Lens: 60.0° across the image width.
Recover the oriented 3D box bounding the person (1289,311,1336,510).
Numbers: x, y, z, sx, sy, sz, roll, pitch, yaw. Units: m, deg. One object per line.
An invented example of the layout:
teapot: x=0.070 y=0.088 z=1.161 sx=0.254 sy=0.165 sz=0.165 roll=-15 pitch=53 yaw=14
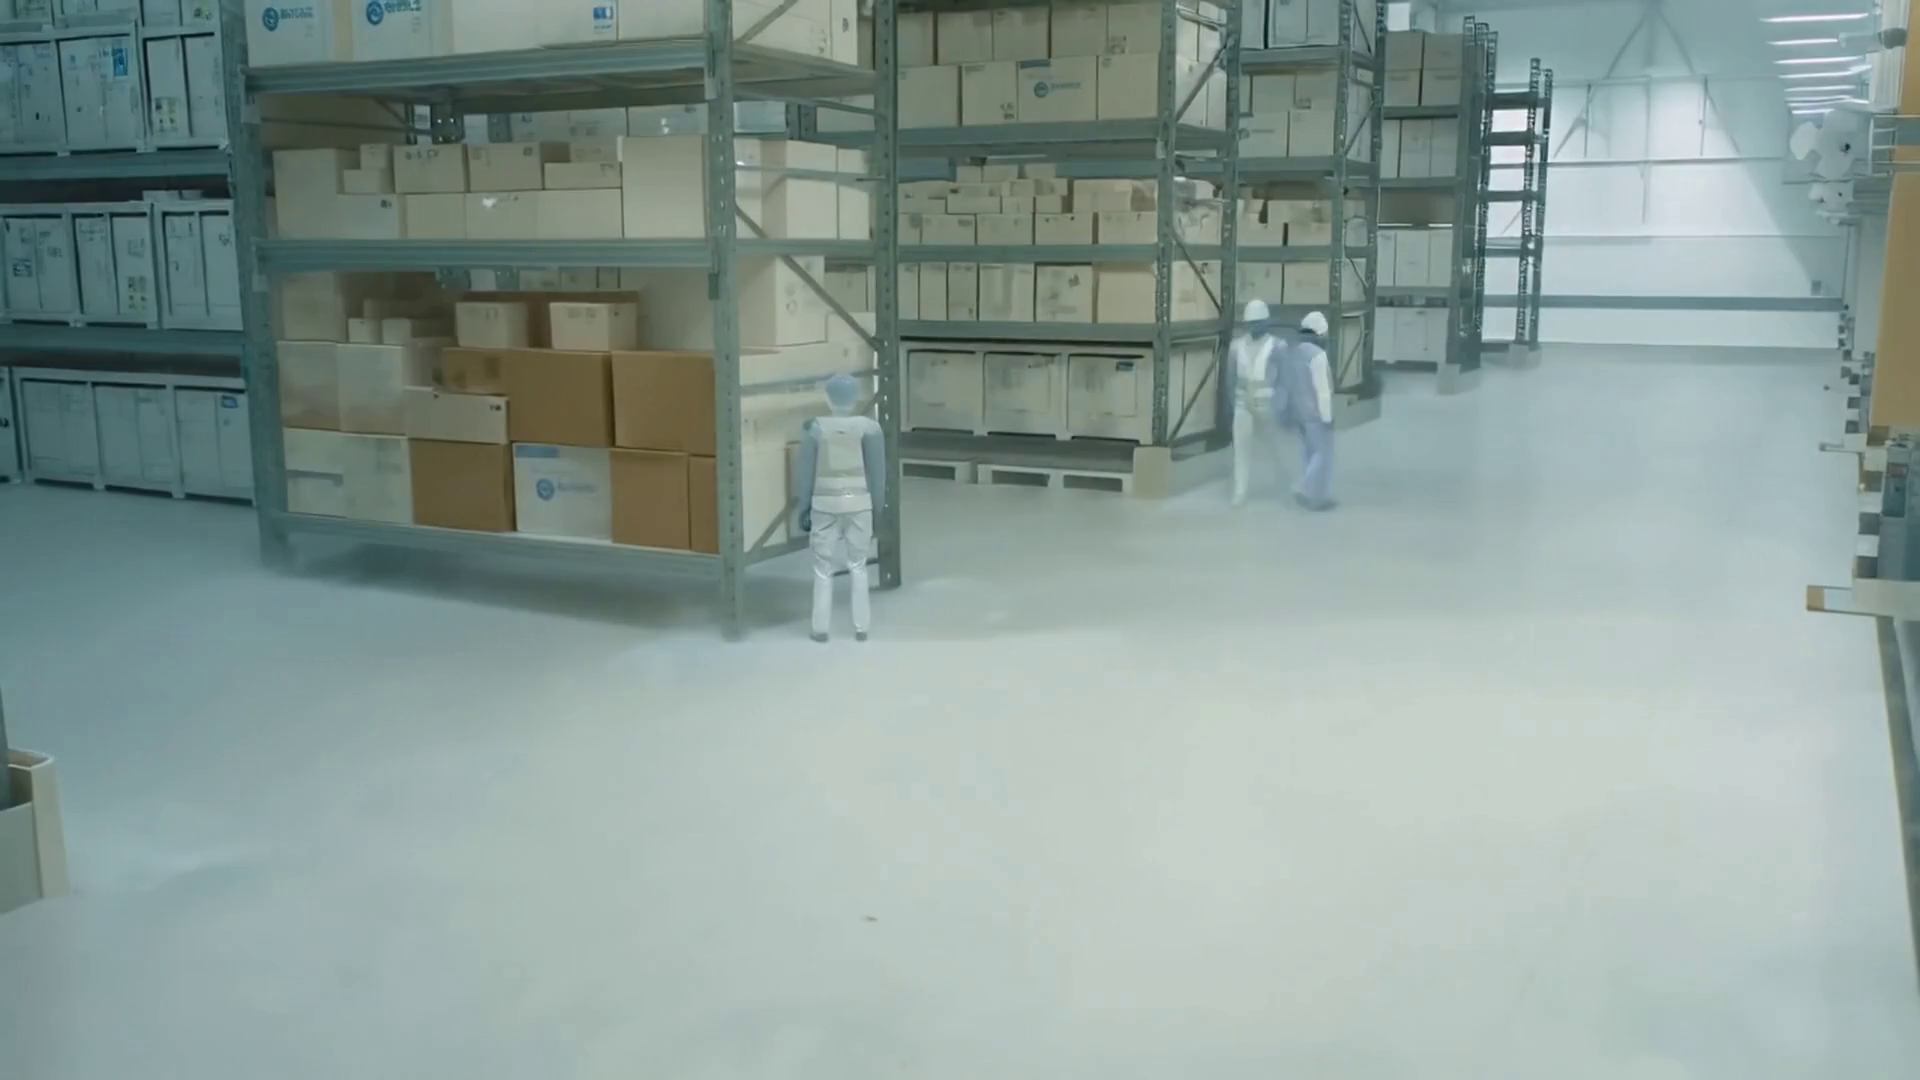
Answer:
person: x=3.214 y=-1.157 z=15.060 sx=0.455 sy=1.813 sz=0.616 roll=-2 pitch=10 yaw=-13

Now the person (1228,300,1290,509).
person: x=2.799 y=-1.274 z=15.439 sx=0.617 sy=1.916 sz=0.920 roll=6 pitch=11 yaw=31

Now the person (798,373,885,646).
person: x=-0.697 y=-0.177 z=9.884 sx=0.523 sy=1.631 sz=0.318 roll=-2 pitch=10 yaw=-13

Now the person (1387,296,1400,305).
person: x=10.389 y=-5.434 z=39.973 sx=0.345 sy=1.747 sz=0.572 roll=4 pitch=10 yaw=20
